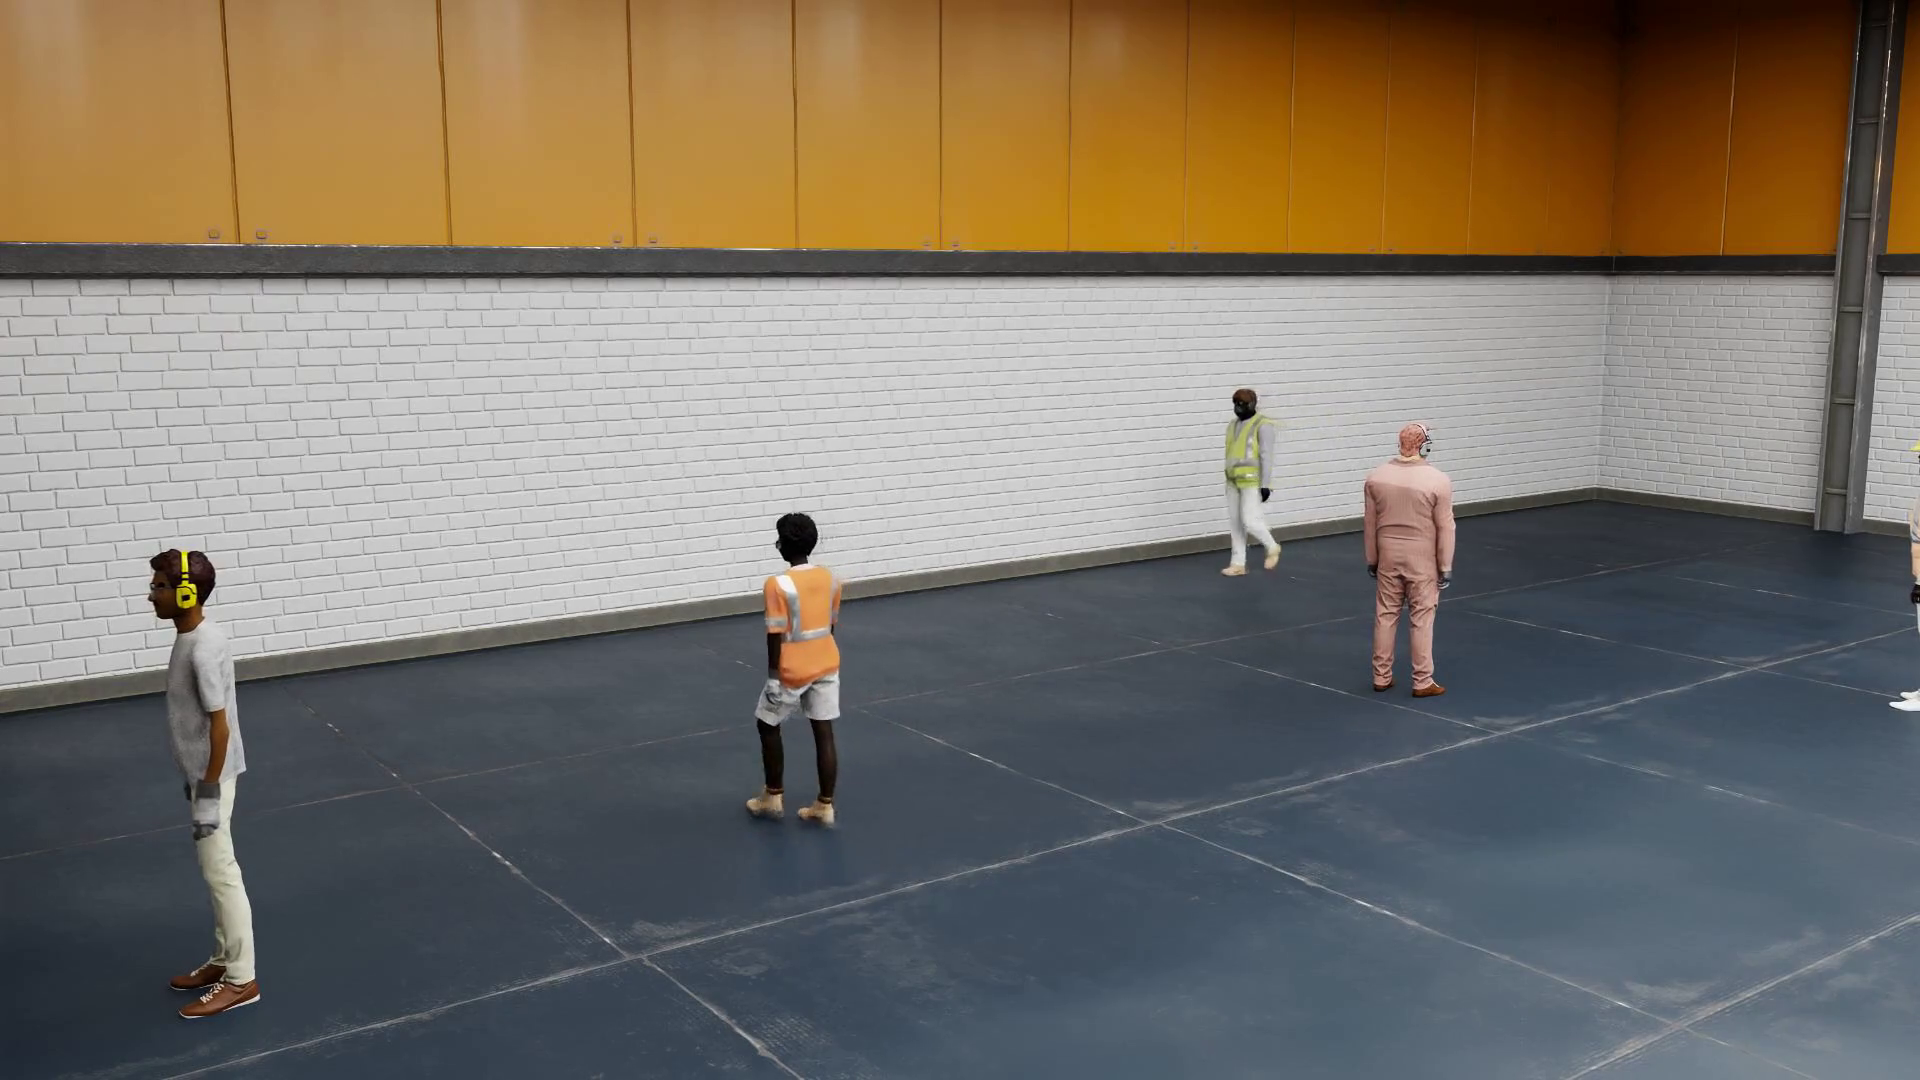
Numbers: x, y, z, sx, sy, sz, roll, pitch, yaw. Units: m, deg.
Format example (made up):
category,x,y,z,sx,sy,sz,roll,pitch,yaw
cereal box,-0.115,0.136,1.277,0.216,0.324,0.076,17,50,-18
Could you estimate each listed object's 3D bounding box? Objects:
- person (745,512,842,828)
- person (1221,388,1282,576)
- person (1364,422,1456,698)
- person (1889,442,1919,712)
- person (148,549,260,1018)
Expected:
category,x,y,z,sx,sy,sz,roll,pitch,yaw
person,-0.909,0.681,8.874,0.654,1.673,0.557,8,12,42
person,2.795,-0.556,16.070,0.517,1.829,0.650,-5,11,-29
person,3.128,0.138,11.545,0.651,1.907,0.409,7,12,39
person,6.496,0.198,11.111,0.380,1.928,0.586,9,13,44
person,-3.021,0.955,6.619,0.330,1.874,0.518,-5,10,-28
